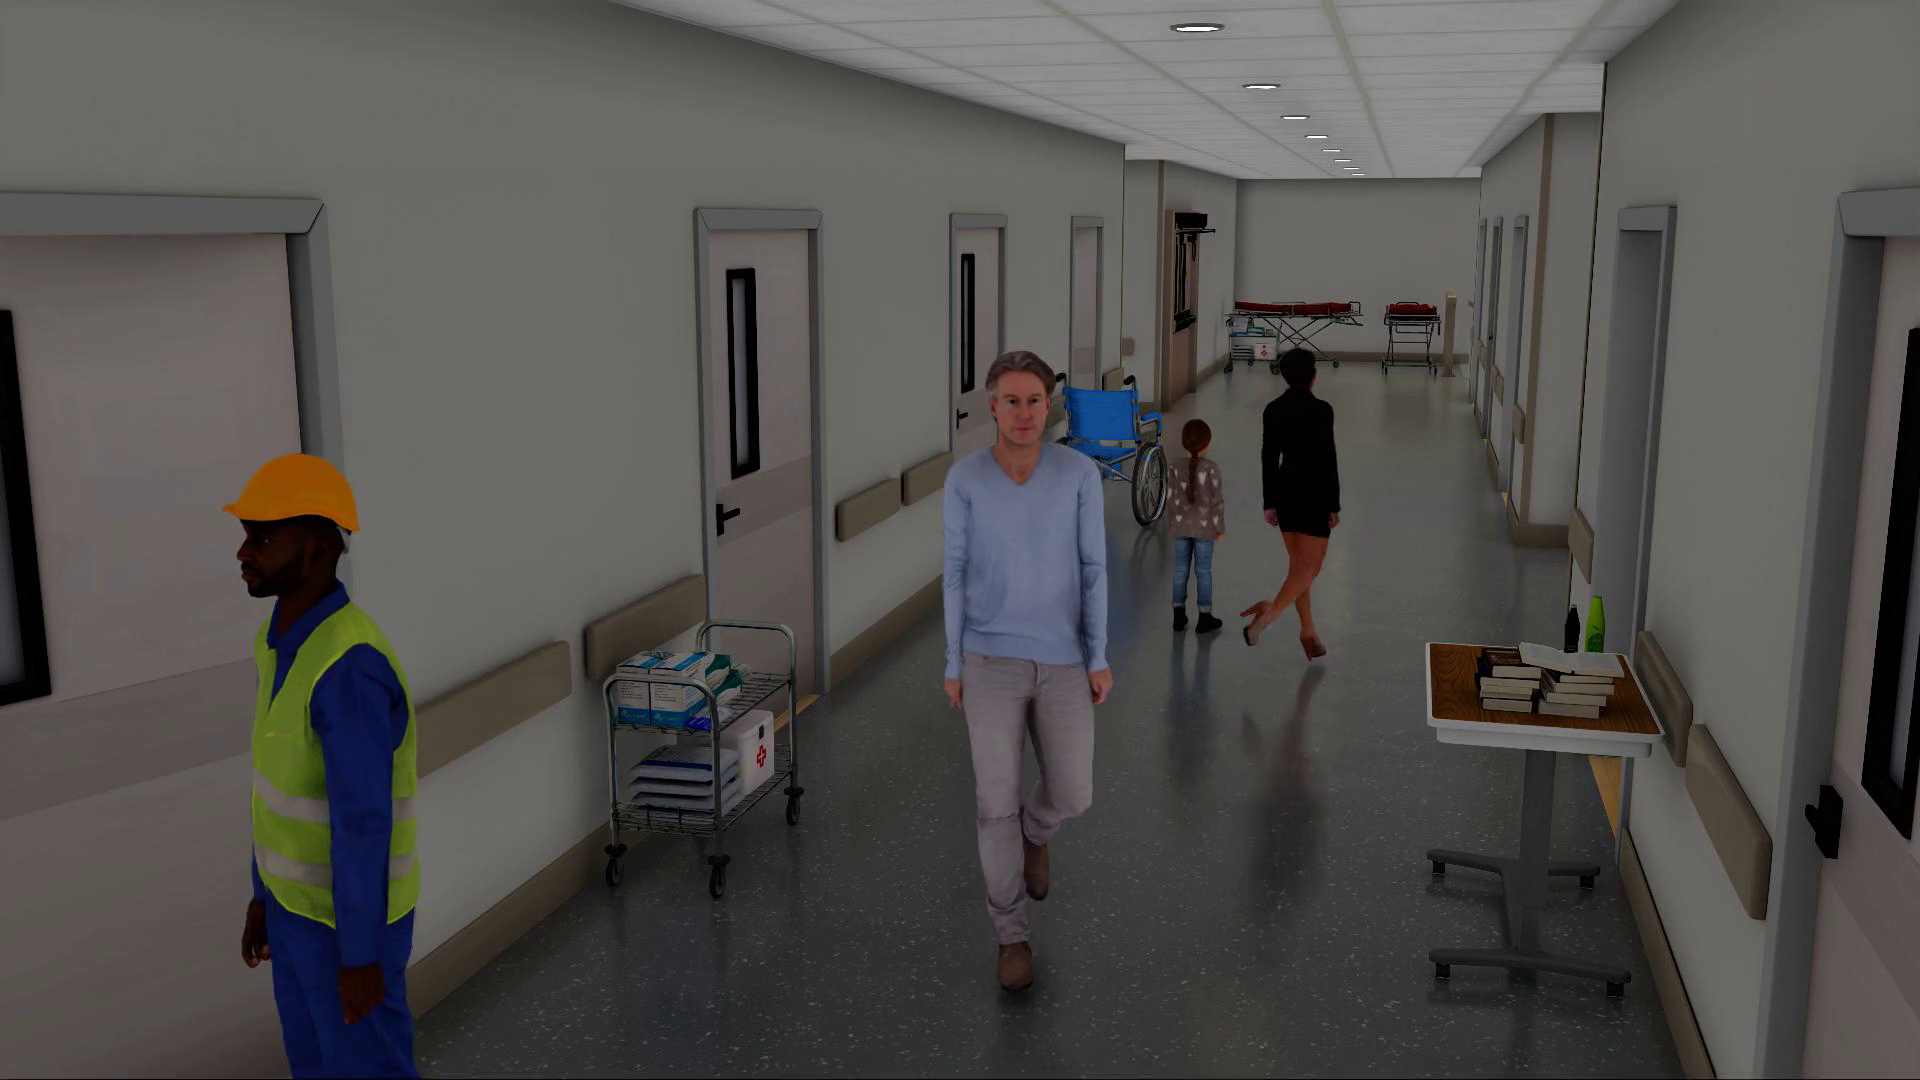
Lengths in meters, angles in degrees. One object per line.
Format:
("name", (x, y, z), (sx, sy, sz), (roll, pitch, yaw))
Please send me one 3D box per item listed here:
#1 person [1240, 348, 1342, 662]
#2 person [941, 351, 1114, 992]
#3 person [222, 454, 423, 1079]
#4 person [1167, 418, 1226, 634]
("person", (1.685, -0.131, 8.387), (1.013, 1.612, 0.859), (-10, 15, -42))
("person", (0.193, 0.367, 5.047), (0.853, 1.879, 1.079), (0, 11, -2))
("person", (-1.248, 0.723, 3.347), (0.776, 1.814, 0.750), (-8, 14, -38))
("person", (1.304, -0.085, 9.261), (0.514, 1.195, 0.515), (5, 12, 26))
